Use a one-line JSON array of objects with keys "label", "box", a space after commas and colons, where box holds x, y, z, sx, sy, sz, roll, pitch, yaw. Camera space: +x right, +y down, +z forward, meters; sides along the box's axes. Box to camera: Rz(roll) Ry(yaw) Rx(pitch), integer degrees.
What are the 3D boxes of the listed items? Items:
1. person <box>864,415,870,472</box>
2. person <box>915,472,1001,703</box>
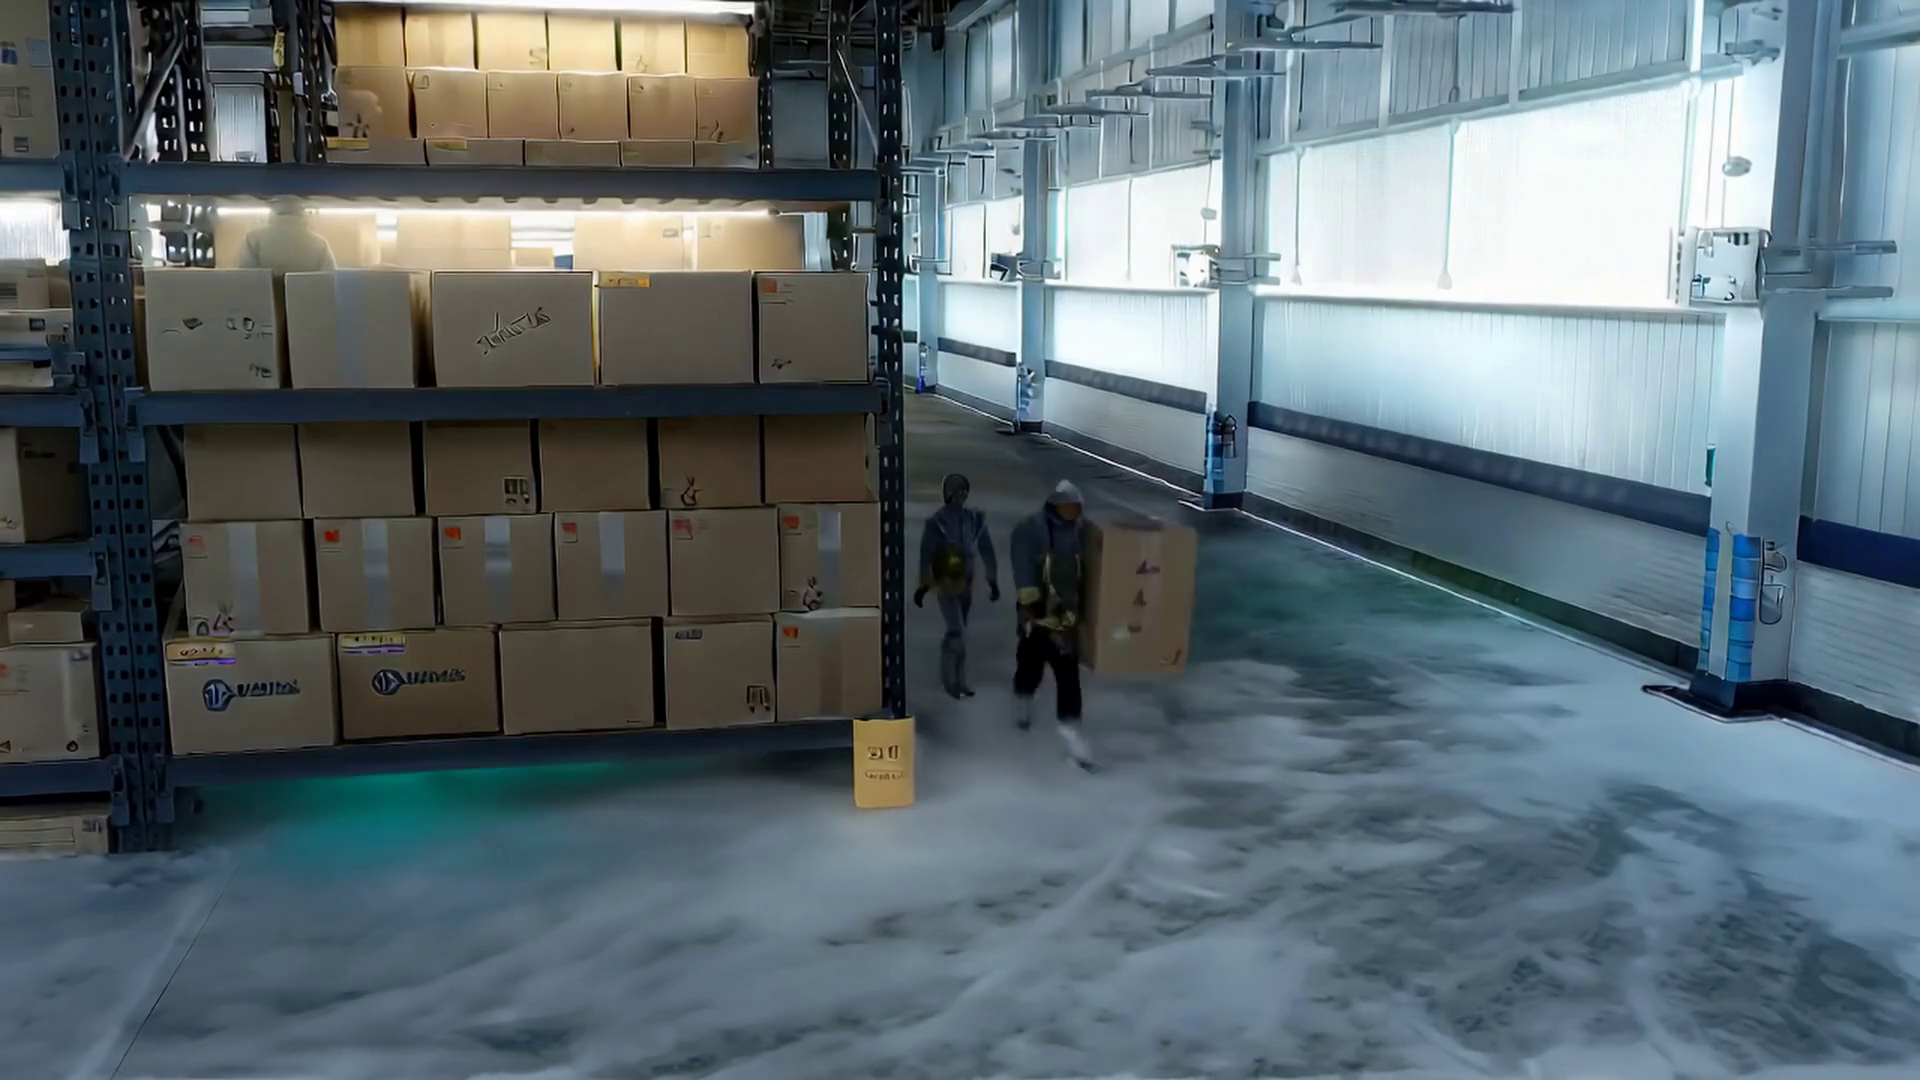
[{"label": "person", "box": [-1.331, -0.933, 18.526, 0.655, 1.881, 1.039, 0, 9, -2]}, {"label": "person", "box": [-0.005, 0.331, 11.593, 0.629, 1.616, 0.510, -5, 11, -29]}]
